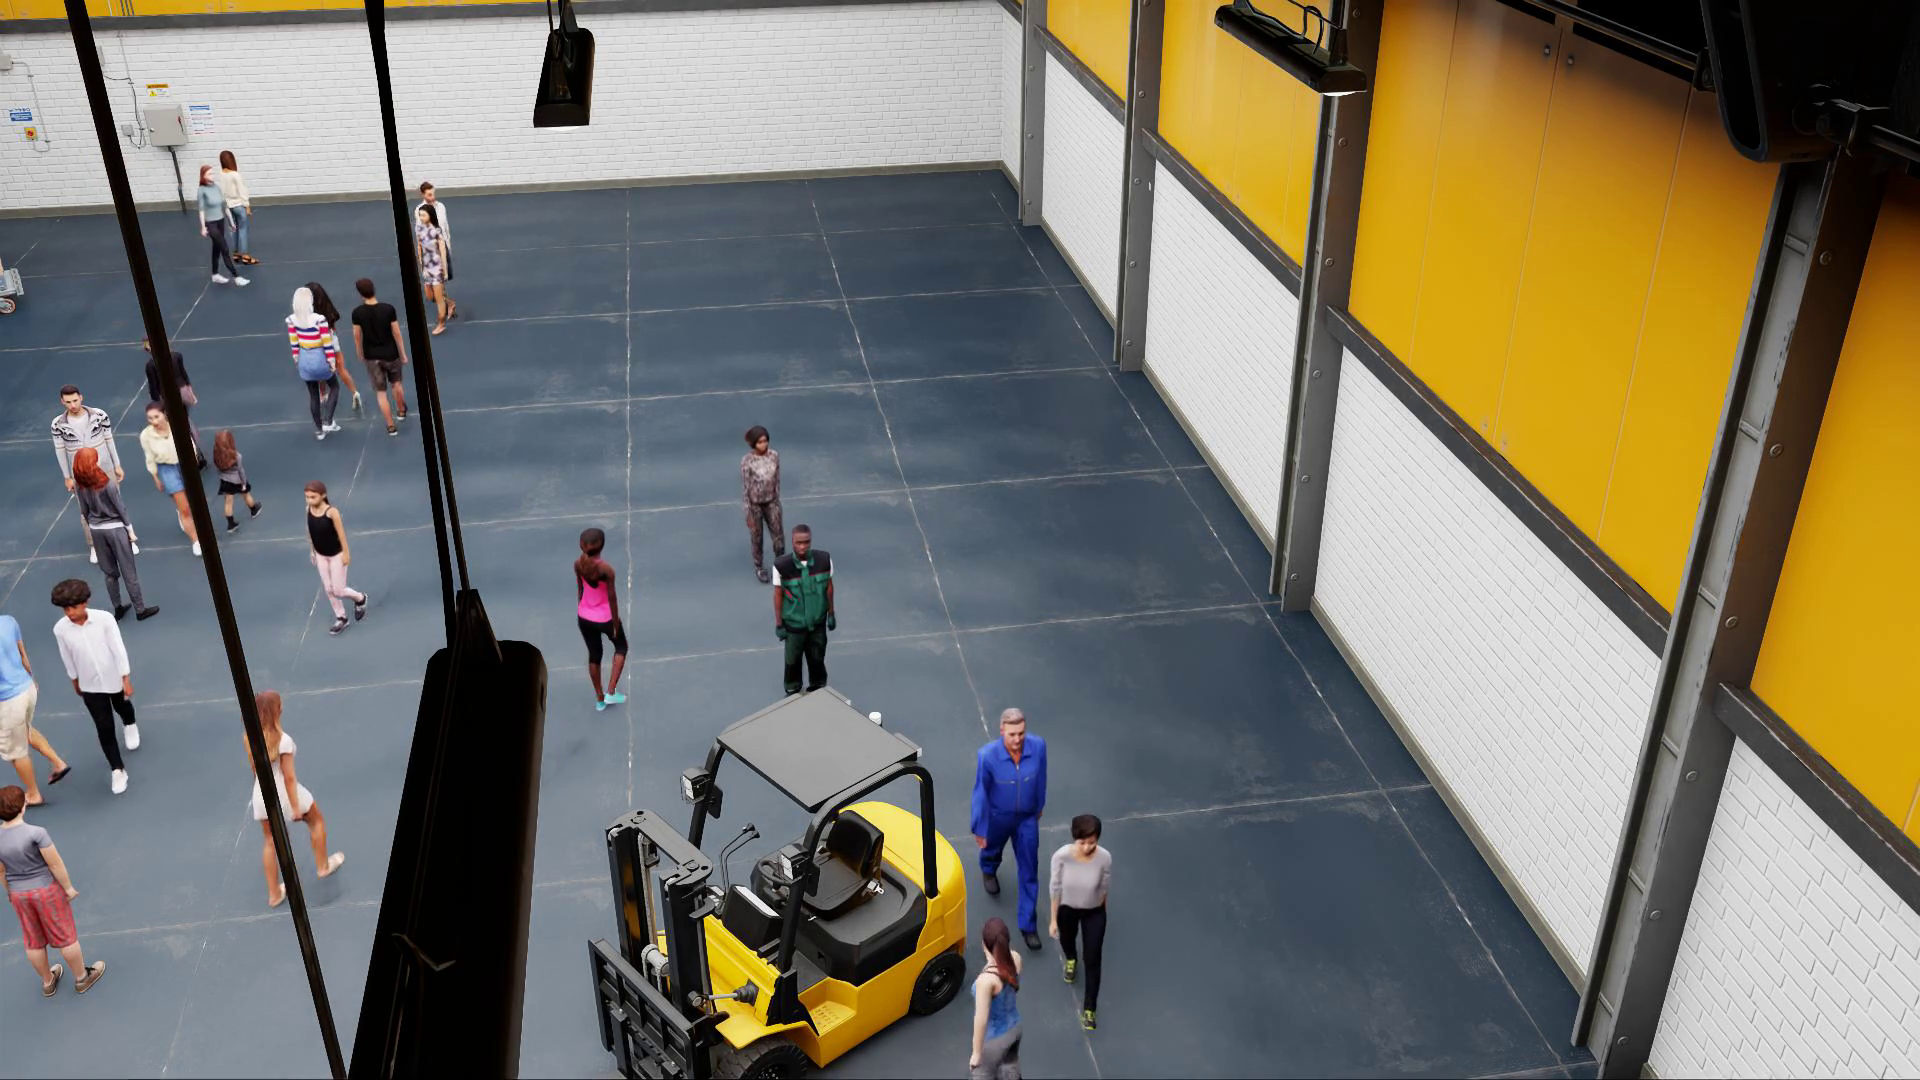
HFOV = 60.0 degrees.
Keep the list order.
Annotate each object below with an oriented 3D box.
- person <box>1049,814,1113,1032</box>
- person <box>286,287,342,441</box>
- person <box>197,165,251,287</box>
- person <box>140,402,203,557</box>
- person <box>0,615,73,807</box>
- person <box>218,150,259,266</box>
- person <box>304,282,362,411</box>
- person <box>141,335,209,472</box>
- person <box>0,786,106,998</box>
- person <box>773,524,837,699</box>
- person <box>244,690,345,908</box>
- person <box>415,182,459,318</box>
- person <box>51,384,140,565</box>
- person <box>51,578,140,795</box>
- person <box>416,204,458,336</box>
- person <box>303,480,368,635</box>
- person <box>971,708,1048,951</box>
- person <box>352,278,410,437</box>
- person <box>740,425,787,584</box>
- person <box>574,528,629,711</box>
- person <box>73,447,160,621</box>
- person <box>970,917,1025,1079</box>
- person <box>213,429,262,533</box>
[{"bbox_3d":[0.795,2.424,11.154,0.747,1.512,1.088,3,29,5],"label":"person"},{"bbox_3d":[-7.378,-1.979,18.927,0.760,1.797,0.716,3,29,5],"label":"person"},{"bbox_3d":[-10.592,-4.431,23.508,0.961,1.715,1.007,9,30,17],"label":"person"},{"bbox_3d":[-7.892,-0.678,16.748,0.937,1.599,1.186,-19,34,-31],"label":"person"},{"bbox_3d":[-7.346,1.222,13.012,0.887,1.843,0.775,1,29,1],"label":"person"},{"bbox_3d":[-10.610,-4.879,24.372,0.698,1.675,0.740,16,32,26],"label":"person"},{"bbox_3d":[-7.423,-2.237,19.611,1.060,1.594,1.006,18,34,30],"label":"person"},{"bbox_3d":[-8.498,-1.463,18.139,0.811,1.647,0.742,19,34,30],"label":"person"},{"bbox_3d":[-6.184,2.356,11.132,0.607,1.651,0.544,-2,29,-4],"label":"person"},{"bbox_3d":[-1.307,0.673,14.024,0.733,1.837,0.659,-11,30,-19],"label":"person"},{"bbox_3d":[-4.931,1.894,11.968,0.825,1.663,0.953,10,30,18],"label":"person"},{"bbox_3d":[-7.138,-3.931,22.453,1.049,1.847,1.004,16,33,27],"label":"person"},{"bbox_3d":[-8.615,-0.699,16.514,0.765,1.860,0.716,-18,33,-29],"label":"person"},{"bbox_3d":[-6.884,1.063,13.380,0.813,1.769,1.214,-12,31,-21],"label":"person"},{"bbox_3d":[-6.881,-3.602,21.982,0.833,1.721,0.946,11,31,20],"label":"person"},{"bbox_3d":[-5.773,0.107,15.362,0.685,1.550,0.789,9,30,15],"label":"person"},{"bbox_3d":[0.323,1.919,11.801,0.808,1.777,1.213,-7,29,-13],"label":"person"},{"bbox_3d":[-6.632,-2.071,19.050,0.819,1.840,1.015,-12,31,-21],"label":"person"},{"bbox_3d":[-1.945,-0.332,16.020,0.723,1.690,0.964,-12,31,-21],"label":"person"},{"bbox_3d":[-3.106,0.719,14.070,0.678,1.713,0.721,8,30,14],"label":"person"},{"bbox_3d":[-7.882,-0.059,15.426,0.640,1.780,0.619,5,29,9],"label":"person"},{"bbox_3d":[0.216,3.007,10.006,0.904,1.587,0.858,12,31,21],"label":"person"},{"bbox_3d":[-7.540,-0.607,17.157,0.568,1.083,0.796,1,29,2],"label":"person"}]
